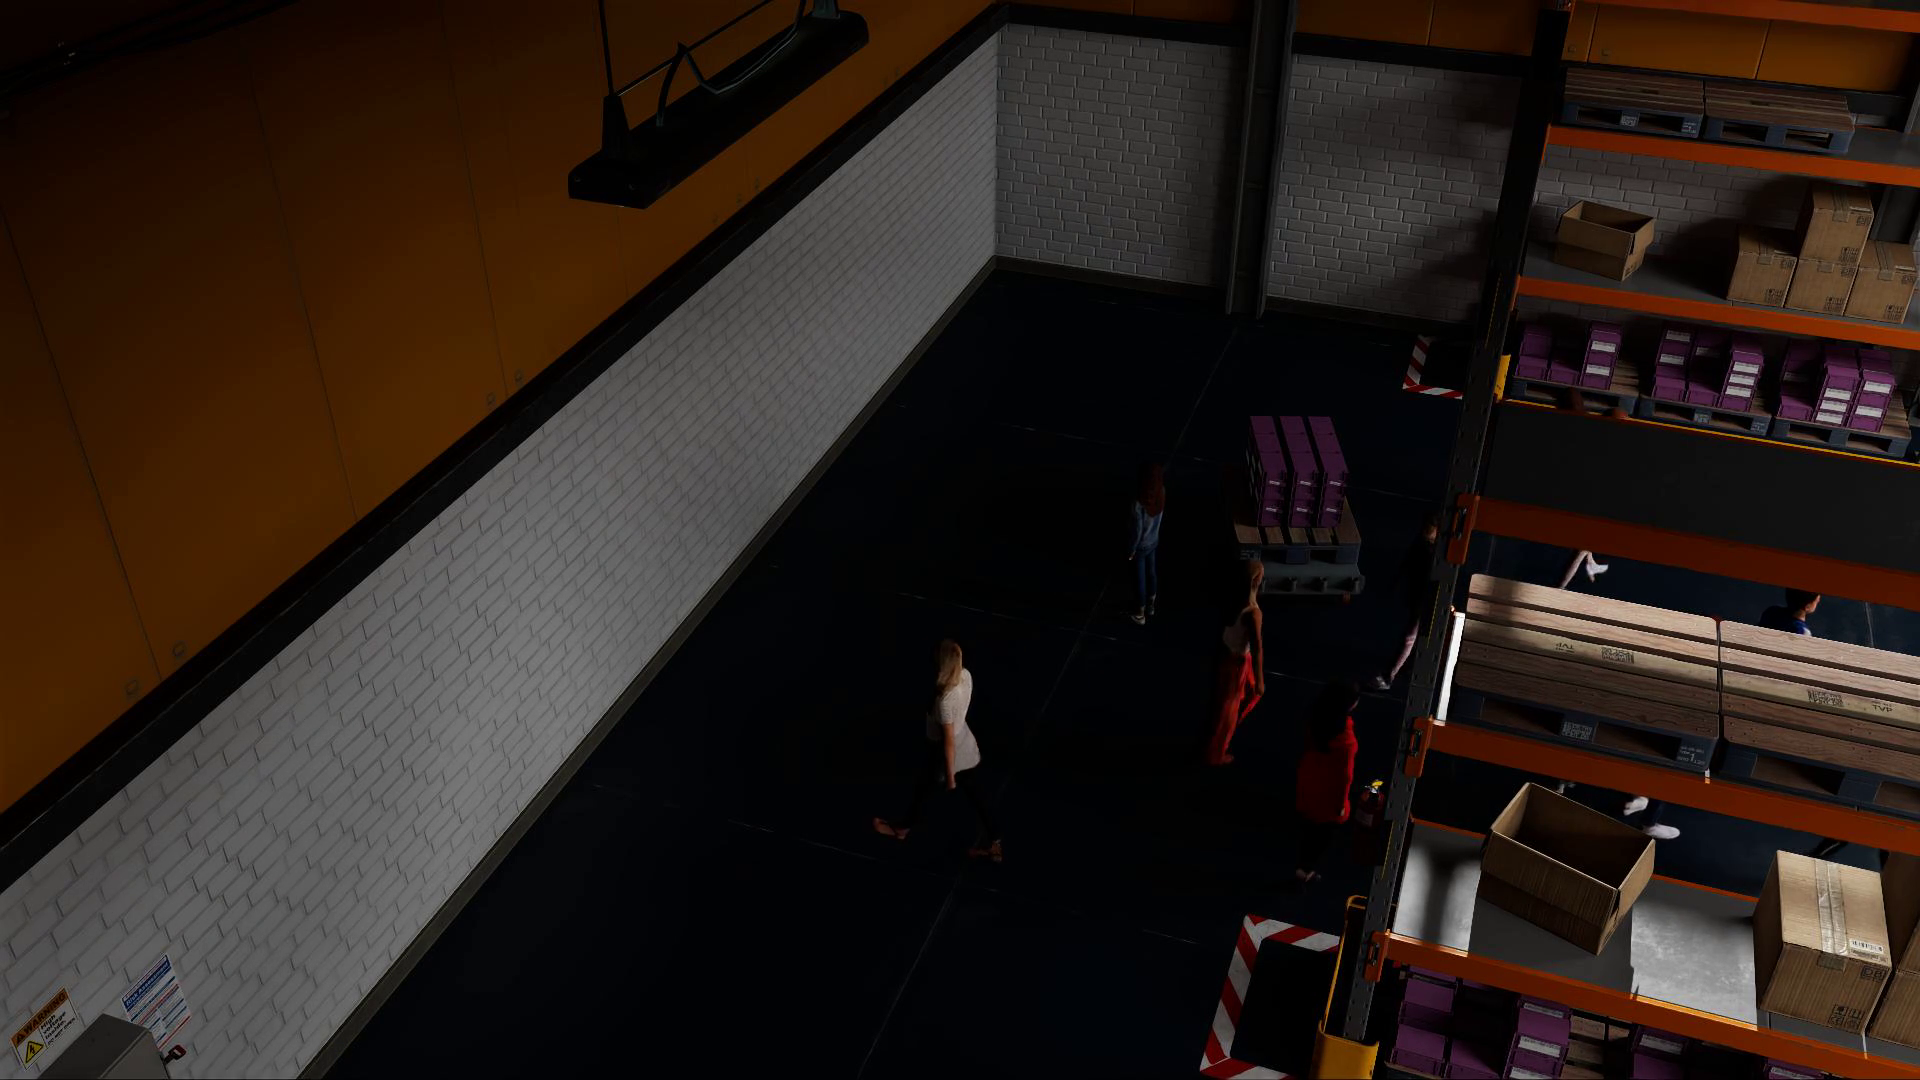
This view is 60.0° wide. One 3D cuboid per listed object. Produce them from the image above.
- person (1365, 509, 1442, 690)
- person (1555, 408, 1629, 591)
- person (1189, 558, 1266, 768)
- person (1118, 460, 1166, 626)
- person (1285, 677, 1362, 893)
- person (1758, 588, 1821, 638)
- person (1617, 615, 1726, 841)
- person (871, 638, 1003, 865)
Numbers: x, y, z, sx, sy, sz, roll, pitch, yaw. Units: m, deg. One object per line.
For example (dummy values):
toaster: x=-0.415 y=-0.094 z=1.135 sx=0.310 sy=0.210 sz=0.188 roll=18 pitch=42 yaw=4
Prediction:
person: x=3.556 y=0.409 z=12.583 sx=0.983 sy=1.528 sz=0.890 roll=-12 pitch=35 yaw=-17
person: x=4.964 y=-0.189 z=13.244 sx=1.067 sy=1.793 sz=1.045 roll=-18 pitch=37 yaw=-24
person: x=1.807 y=0.904 z=11.603 sx=0.910 sy=1.790 sz=0.828 roll=-5 pitch=34 yaw=-8
person: x=1.462 y=0.012 z=13.229 sx=0.586 sy=1.475 sz=0.624 roll=23 pitch=40 yaw=30
person: x=2.251 y=1.606 z=10.592 sx=0.844 sy=1.738 sz=0.790 roll=-19 pitch=38 yaw=-26
person: x=5.510 y=1.028 z=11.349 sx=0.770 sy=1.865 sz=0.752 roll=-8 pitch=34 yaw=-12
person: x=4.790 y=1.235 z=11.112 sx=0.694 sy=1.782 sz=0.666 roll=-8 pitch=34 yaw=-12
person: x=0.041 y=1.420 z=10.837 sx=1.131 sy=1.778 sz=0.619 roll=12 pitch=35 yaw=17
